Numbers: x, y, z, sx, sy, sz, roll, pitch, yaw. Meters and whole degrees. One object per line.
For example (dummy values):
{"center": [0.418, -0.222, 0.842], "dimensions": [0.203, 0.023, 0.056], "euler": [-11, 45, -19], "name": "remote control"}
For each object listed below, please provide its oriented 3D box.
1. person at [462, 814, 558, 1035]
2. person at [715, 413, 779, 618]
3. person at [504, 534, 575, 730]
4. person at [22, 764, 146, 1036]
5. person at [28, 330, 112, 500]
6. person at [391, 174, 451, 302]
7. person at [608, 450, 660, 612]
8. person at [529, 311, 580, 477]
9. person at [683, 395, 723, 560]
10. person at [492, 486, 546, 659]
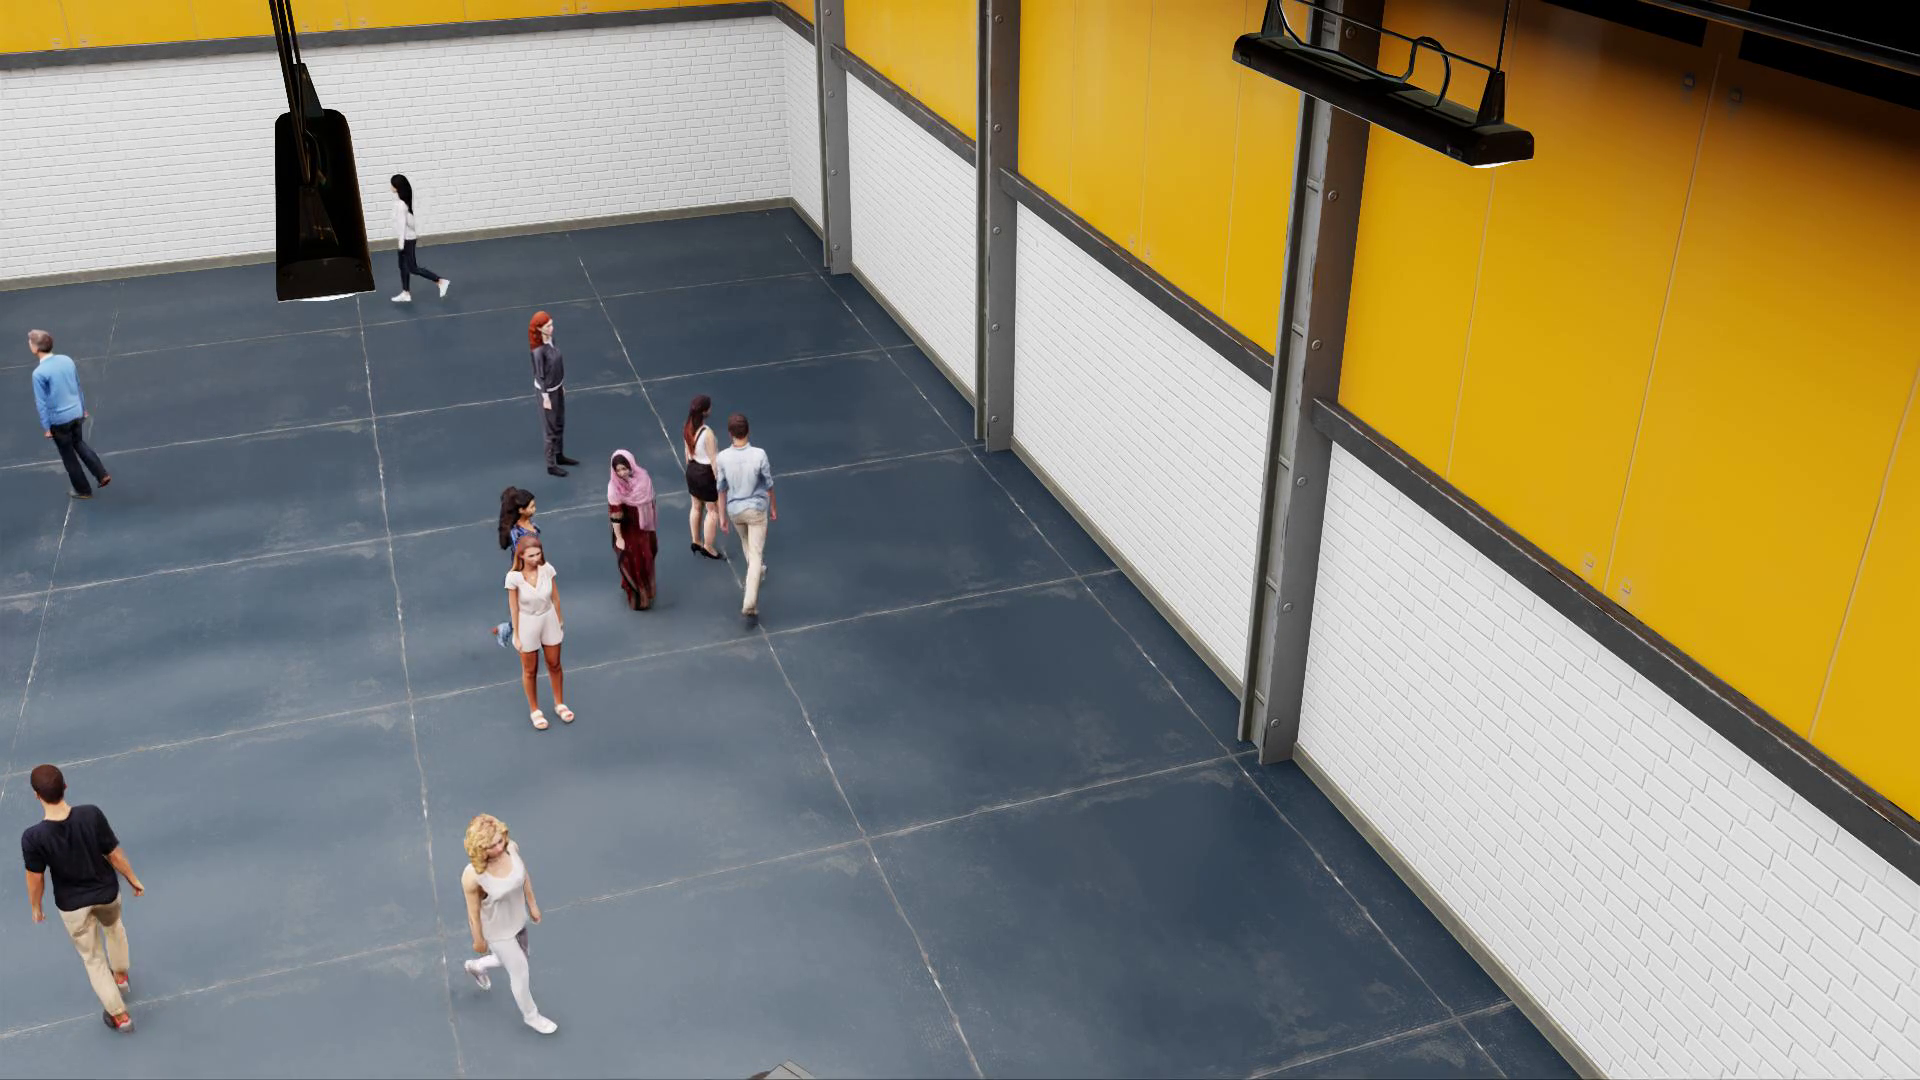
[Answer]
{"center": [-2.856, 2.309, 10.196], "dimensions": [1.028, 1.647, 0.968], "euler": [13, 31, 22], "name": "person"}
{"center": [-1.876, -0.180, 14.594], "dimensions": [1.040, 1.806, 1.347], "euler": [3, 29, 6], "name": "person"}
{"center": [-3.332, 0.692, 13.109], "dimensions": [0.610, 1.696, 0.607], "euler": [-16, 33, -27], "name": "person"}
{"center": [-5.278, 2.232, 10.159], "dimensions": [1.019, 1.818, 0.942], "euler": [23, 36, 36], "name": "person"}
{"center": [-8.832, -1.236, 16.523], "dimensions": [0.916, 1.812, 0.854], "euler": [9, 30, 15], "name": "person"}
{"center": [-7.075, -3.877, 21.500], "dimensions": [0.673, 1.683, 0.911], "euler": [-8, 30, -15], "name": "person"}
{"center": [-2.877, -0.120, 14.700], "dimensions": [0.888, 1.599, 0.846], "euler": [14, 32, 24], "name": "person"}
{"center": [-4.214, -1.515, 17.071], "dimensions": [0.722, 1.777, 0.607], "euler": [4, 29, 8], "name": "person"}
{"center": [-2.392, -0.569, 15.477], "dimensions": [0.653, 1.643, 0.779], "euler": [19, 34, 30], "name": "person"}
{"center": [-3.692, 0.309, 13.904], "dimensions": [0.855, 1.608, 0.824], "euler": [2, 29, 4], "name": "person"}
